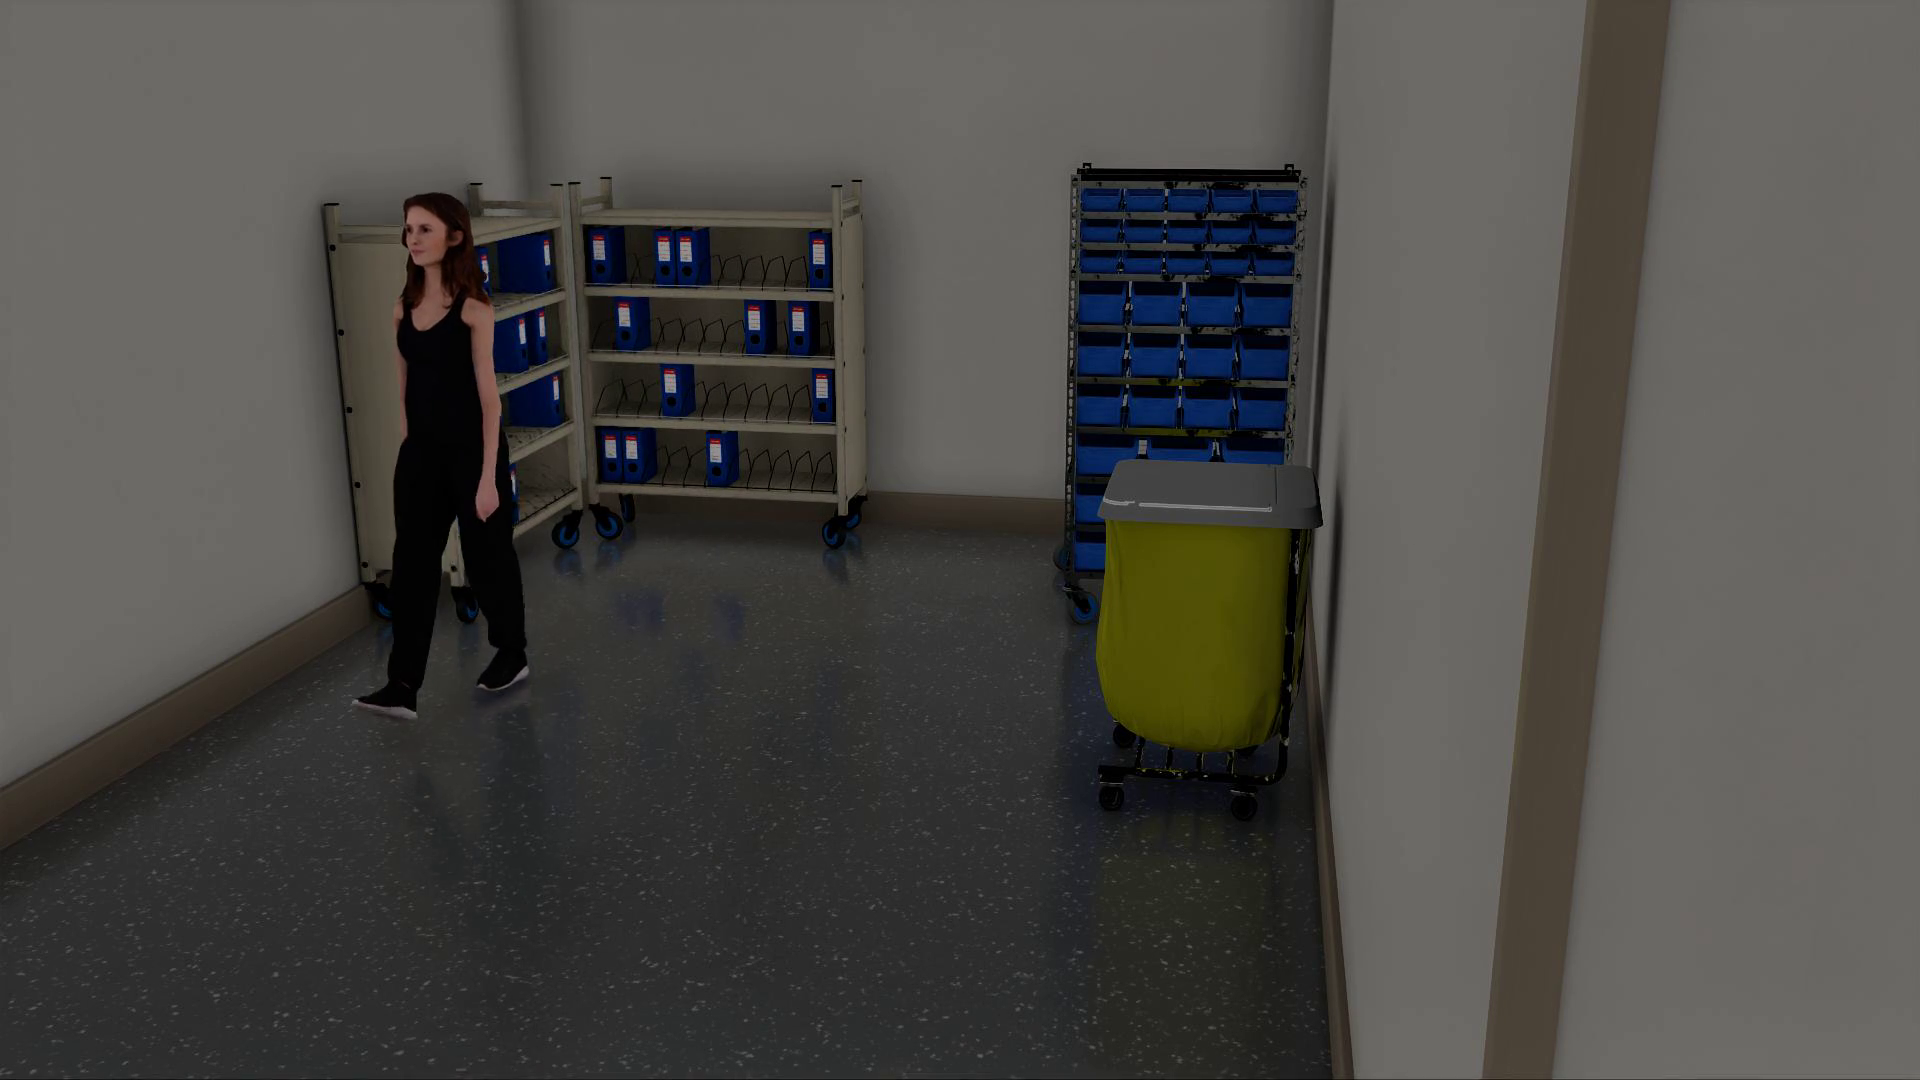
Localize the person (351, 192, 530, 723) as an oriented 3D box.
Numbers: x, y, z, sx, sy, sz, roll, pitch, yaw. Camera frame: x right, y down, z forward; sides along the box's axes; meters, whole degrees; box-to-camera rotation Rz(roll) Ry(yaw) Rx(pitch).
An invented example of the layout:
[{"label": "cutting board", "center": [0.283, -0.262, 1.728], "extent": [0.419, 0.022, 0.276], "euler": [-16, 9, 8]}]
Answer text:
[{"label": "person", "center": [-1.626, -0.281, 5.596], "extent": [0.996, 1.717, 0.759], "euler": [5, 16, 17]}]
